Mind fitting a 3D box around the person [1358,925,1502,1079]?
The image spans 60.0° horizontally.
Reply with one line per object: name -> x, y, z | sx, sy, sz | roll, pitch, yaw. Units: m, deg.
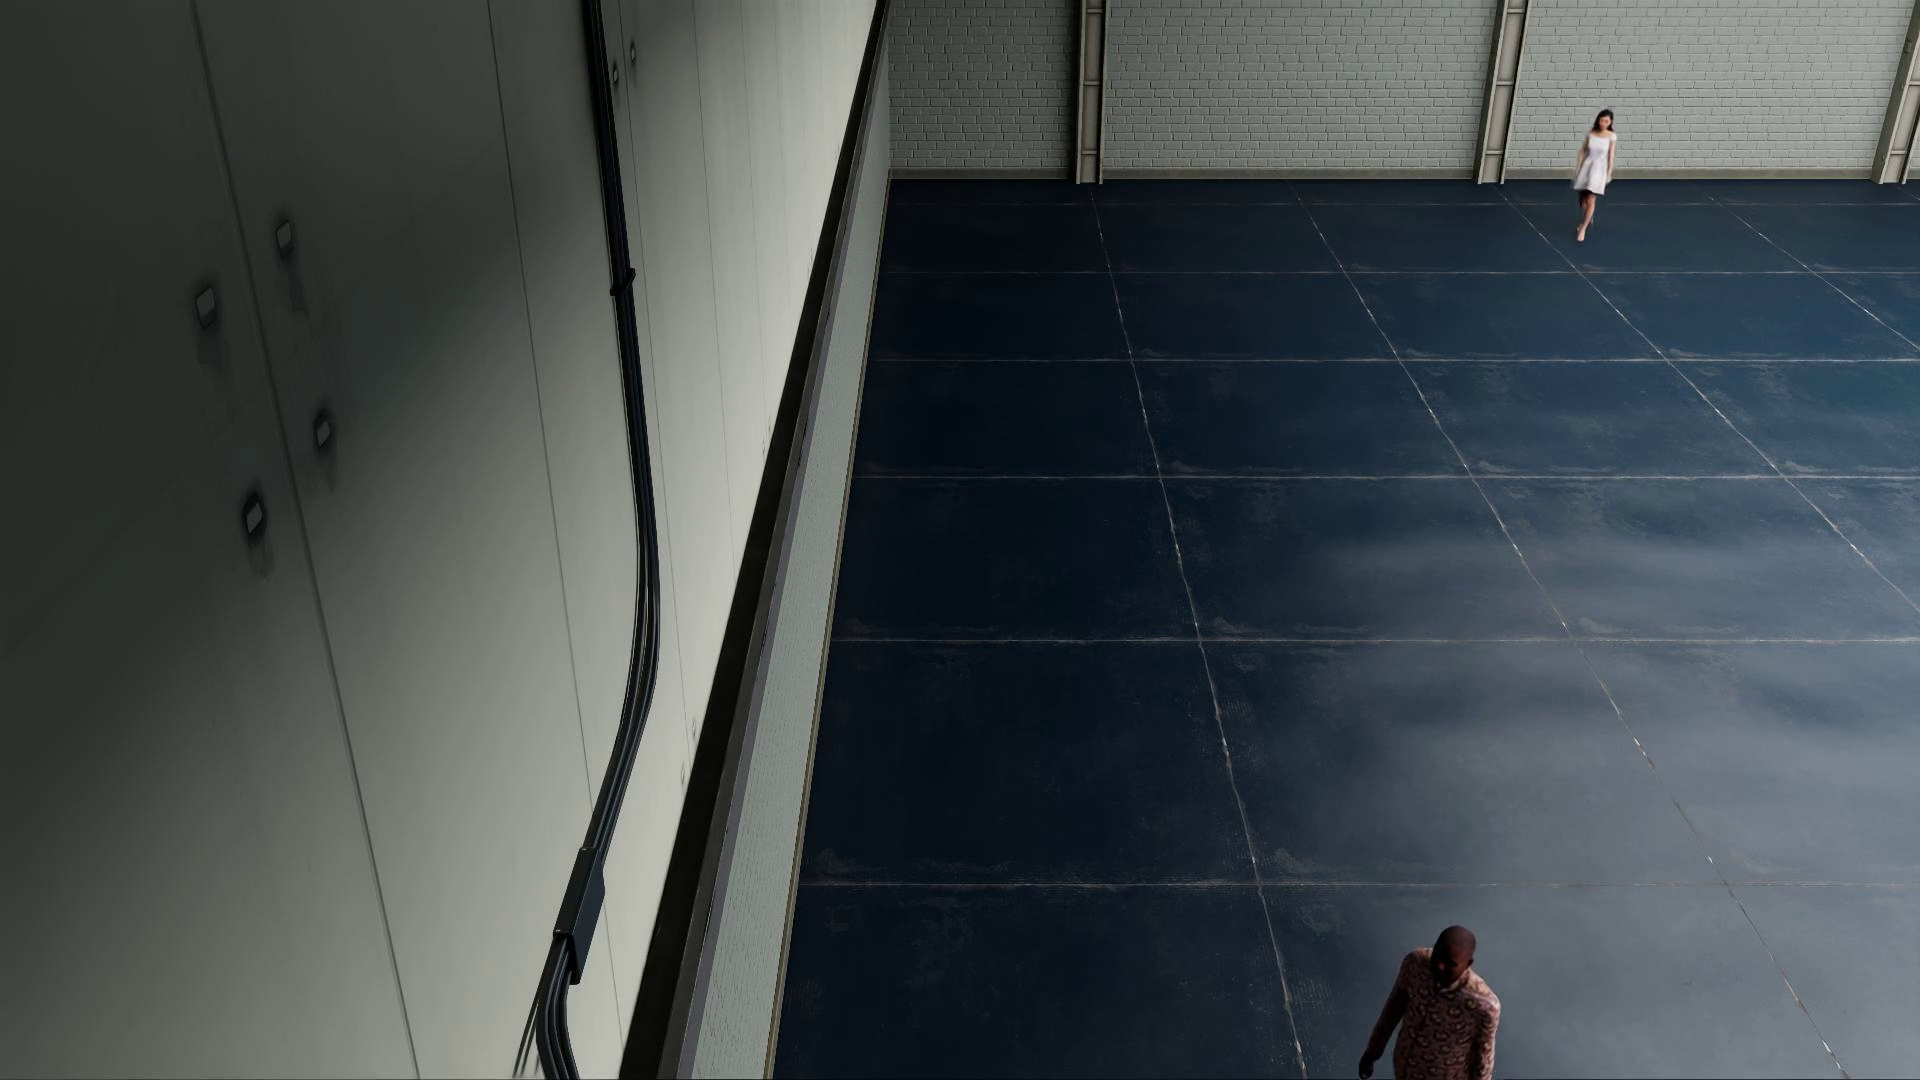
person -> 2.363, 2.558, 8.164 | 1.245, 1.765, 1.104 | -19, 34, -32

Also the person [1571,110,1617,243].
person -> 8.406, -4.848, 22.096 | 0.975, 1.741, 0.991 | 21, 34, 34
